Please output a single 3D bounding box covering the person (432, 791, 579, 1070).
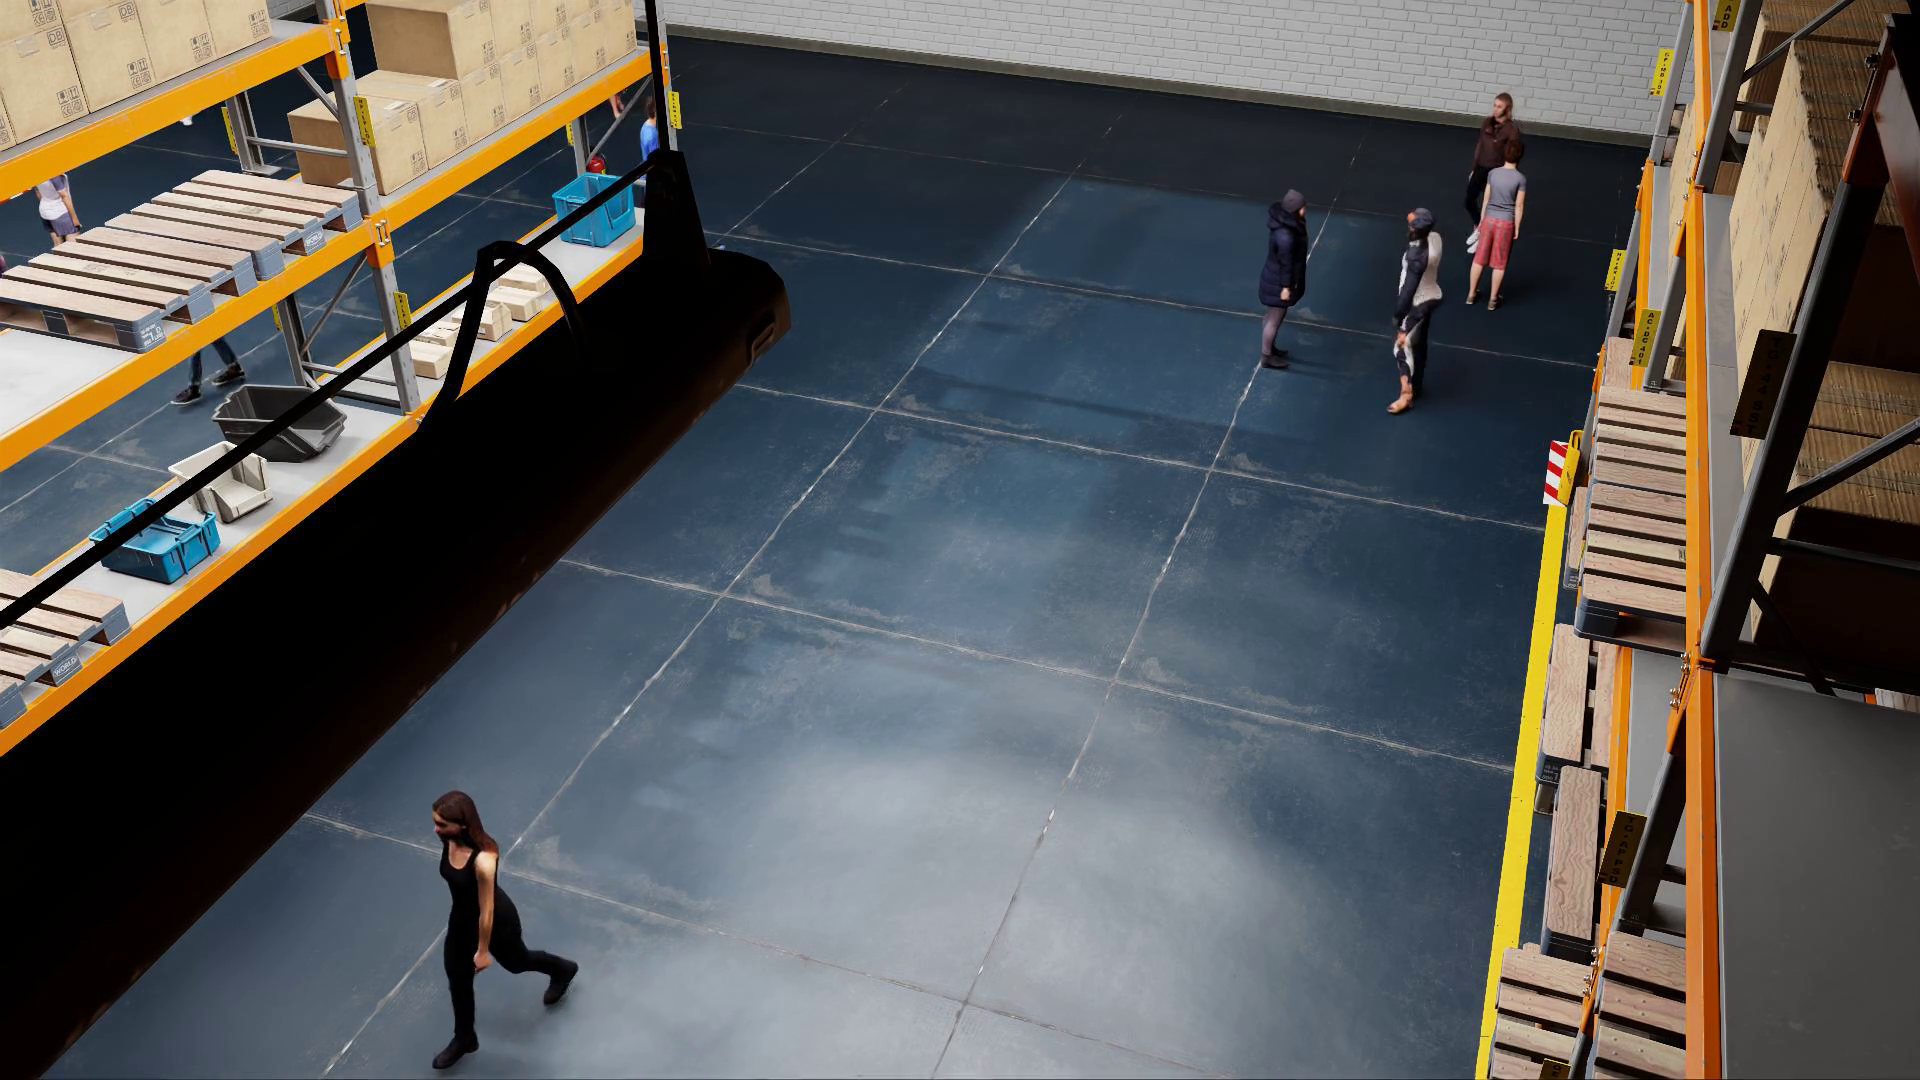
[{"bbox_3d":[-2.367,1.931,8.537,0.837,1.653,1.184,24,40,31],"label":"person"}]

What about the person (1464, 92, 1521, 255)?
[{"bbox_3d":[5.500,-3.783,17.093,0.748,1.698,0.726,-24,41,-32],"label":"person"}]

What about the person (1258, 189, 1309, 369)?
[{"bbox_3d":[2.882,-2.355,14.964,0.788,1.676,0.661,3,34,5],"label":"person"}]

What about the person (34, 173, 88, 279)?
[{"bbox_3d":[-8.884,-3.234,16.387,0.586,1.565,0.546,15,37,22],"label":"person"}]

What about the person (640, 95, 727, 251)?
[{"bbox_3d":[-3.104,-3.480,16.527,1.199,1.819,1.148,-14,36,-20],"label":"person"}]

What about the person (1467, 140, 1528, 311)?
[{"bbox_3d":[5.185,-3.030,16.006,0.632,1.647,0.631,25,41,33],"label":"person"}]

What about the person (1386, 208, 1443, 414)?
[{"bbox_3d":[3.978,-2.028,14.306,0.955,1.860,0.631,28,43,35],"label":"person"}]
